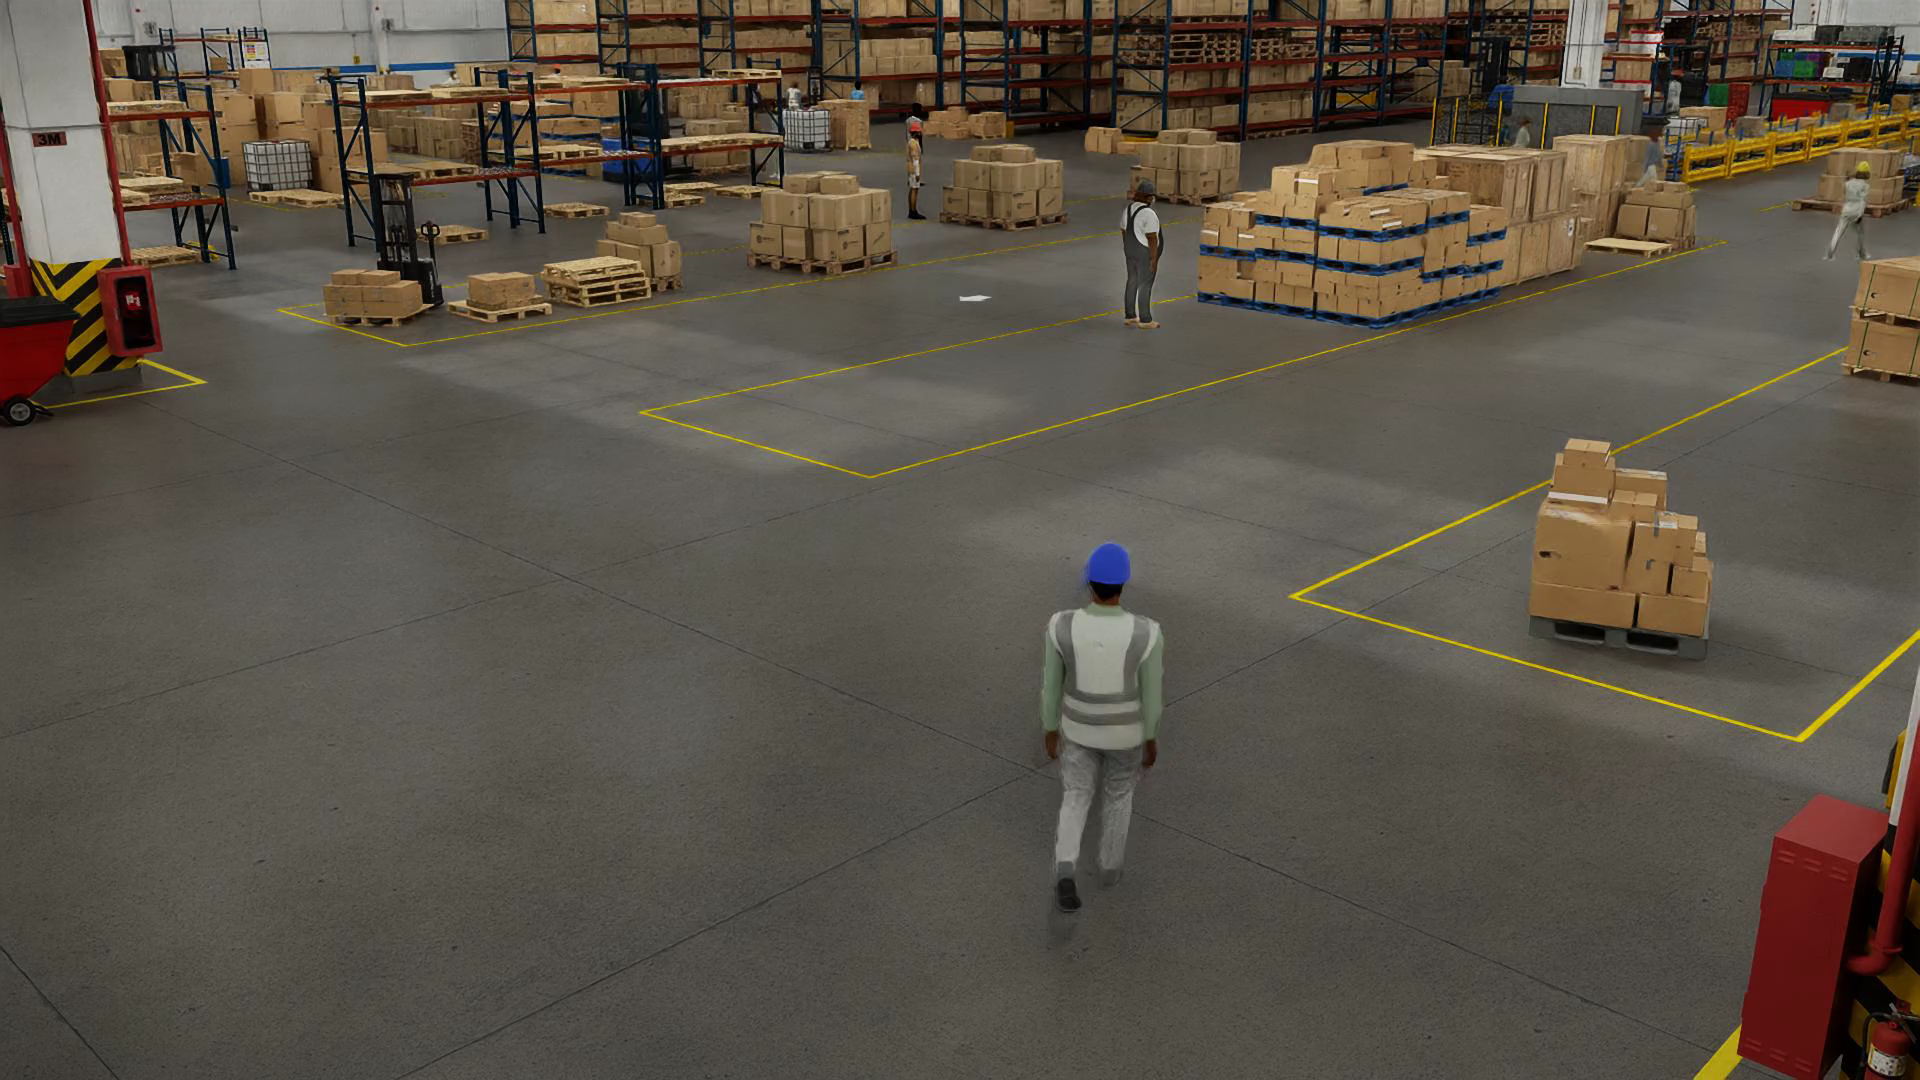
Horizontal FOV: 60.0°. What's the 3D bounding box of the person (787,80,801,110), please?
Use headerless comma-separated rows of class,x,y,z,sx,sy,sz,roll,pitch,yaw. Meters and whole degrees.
person,-5.494,-14.358,55.006,0.546,1.637,0.332,10,21,28

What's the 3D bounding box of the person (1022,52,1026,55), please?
person,3.066,-22.833,80.149,0.826,1.863,0.715,-11,21,-30

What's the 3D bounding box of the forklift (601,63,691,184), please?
forklift,-7.646,-10.043,40.039,1.129,2.768,1.873,17,25,41

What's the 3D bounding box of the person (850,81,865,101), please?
person,-3.264,-13.853,53.369,0.542,1.695,0.316,10,21,28

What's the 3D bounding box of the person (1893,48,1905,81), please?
person,45.421,-22.862,80.421,0.329,1.750,0.573,4,19,11

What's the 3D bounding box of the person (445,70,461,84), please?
person,-17.048,-14.861,56.051,0.663,1.924,0.644,11,22,31

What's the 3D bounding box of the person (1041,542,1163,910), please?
person,0.705,0.959,8.383,0.613,1.928,0.722,5,19,15

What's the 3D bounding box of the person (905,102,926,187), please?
person,-1.064,-9.389,39.503,0.362,1.960,0.612,-12,22,-32

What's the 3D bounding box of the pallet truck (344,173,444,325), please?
pallet truck,-8.209,-4.181,23.757,0.823,1.965,1.885,3,19,9

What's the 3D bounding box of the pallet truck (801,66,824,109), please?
pallet truck,-4.812,-15.182,56.903,0.823,1.965,1.885,-9,21,-26

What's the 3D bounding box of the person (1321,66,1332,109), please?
person,13.838,-16.944,62.587,0.523,1.759,0.336,14,23,36

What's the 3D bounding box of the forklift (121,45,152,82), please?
forklift,-25.631,-14.025,52.038,1.129,2.768,1.873,12,22,32

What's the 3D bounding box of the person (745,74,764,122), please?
person,-6.566,-13.980,53.434,0.667,1.895,0.594,11,21,30

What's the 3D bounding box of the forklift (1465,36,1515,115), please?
forklift,19.973,-17.201,61.605,1.873,2.768,1.129,16,24,40

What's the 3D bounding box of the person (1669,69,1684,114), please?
person,23.295,-14.353,54.365,0.619,2.028,0.764,-16,24,-39

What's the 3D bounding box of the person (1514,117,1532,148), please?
person,13.417,-9.226,39.545,0.652,1.606,0.546,10,21,29

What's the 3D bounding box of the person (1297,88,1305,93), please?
person,13.069,-17.412,64.137,0.757,1.673,0.537,17,25,42

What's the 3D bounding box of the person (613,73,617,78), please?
person,-11.016,-14.058,53.609,0.630,1.940,0.372,3,19,8

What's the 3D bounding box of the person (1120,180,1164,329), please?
person,2.559,-3.962,23.032,0.536,2.000,0.688,-10,21,-28

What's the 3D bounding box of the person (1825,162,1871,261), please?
person,15.388,-5.645,28.634,0.899,1.700,0.488,-9,20,-25

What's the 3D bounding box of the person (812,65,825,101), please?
person,-5.134,-16.450,60.966,0.429,1.842,0.633,13,22,33

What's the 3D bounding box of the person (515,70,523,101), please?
person,-14.450,-14.333,54.365,0.617,1.980,0.629,9,20,26

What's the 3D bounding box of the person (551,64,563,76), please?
person,-14.816,-16.561,61.230,0.978,1.895,0.561,15,24,38

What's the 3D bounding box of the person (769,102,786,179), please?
person,-4.523,-9.907,41.221,0.334,1.865,0.517,-16,24,-40

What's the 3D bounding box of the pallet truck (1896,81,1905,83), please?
pallet truck,34.802,-16.331,61.455,0.653,1.274,1.630,17,25,41

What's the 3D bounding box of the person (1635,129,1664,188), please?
person,15.260,-8.270,36.706,0.846,1.594,0.499,14,23,37

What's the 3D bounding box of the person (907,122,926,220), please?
person,-0.905,-7.522,33.913,0.354,1.942,0.545,-4,19,-12

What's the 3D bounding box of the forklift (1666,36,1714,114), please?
forklift,27.341,-17.291,61.877,1.129,2.768,1.873,17,25,41
